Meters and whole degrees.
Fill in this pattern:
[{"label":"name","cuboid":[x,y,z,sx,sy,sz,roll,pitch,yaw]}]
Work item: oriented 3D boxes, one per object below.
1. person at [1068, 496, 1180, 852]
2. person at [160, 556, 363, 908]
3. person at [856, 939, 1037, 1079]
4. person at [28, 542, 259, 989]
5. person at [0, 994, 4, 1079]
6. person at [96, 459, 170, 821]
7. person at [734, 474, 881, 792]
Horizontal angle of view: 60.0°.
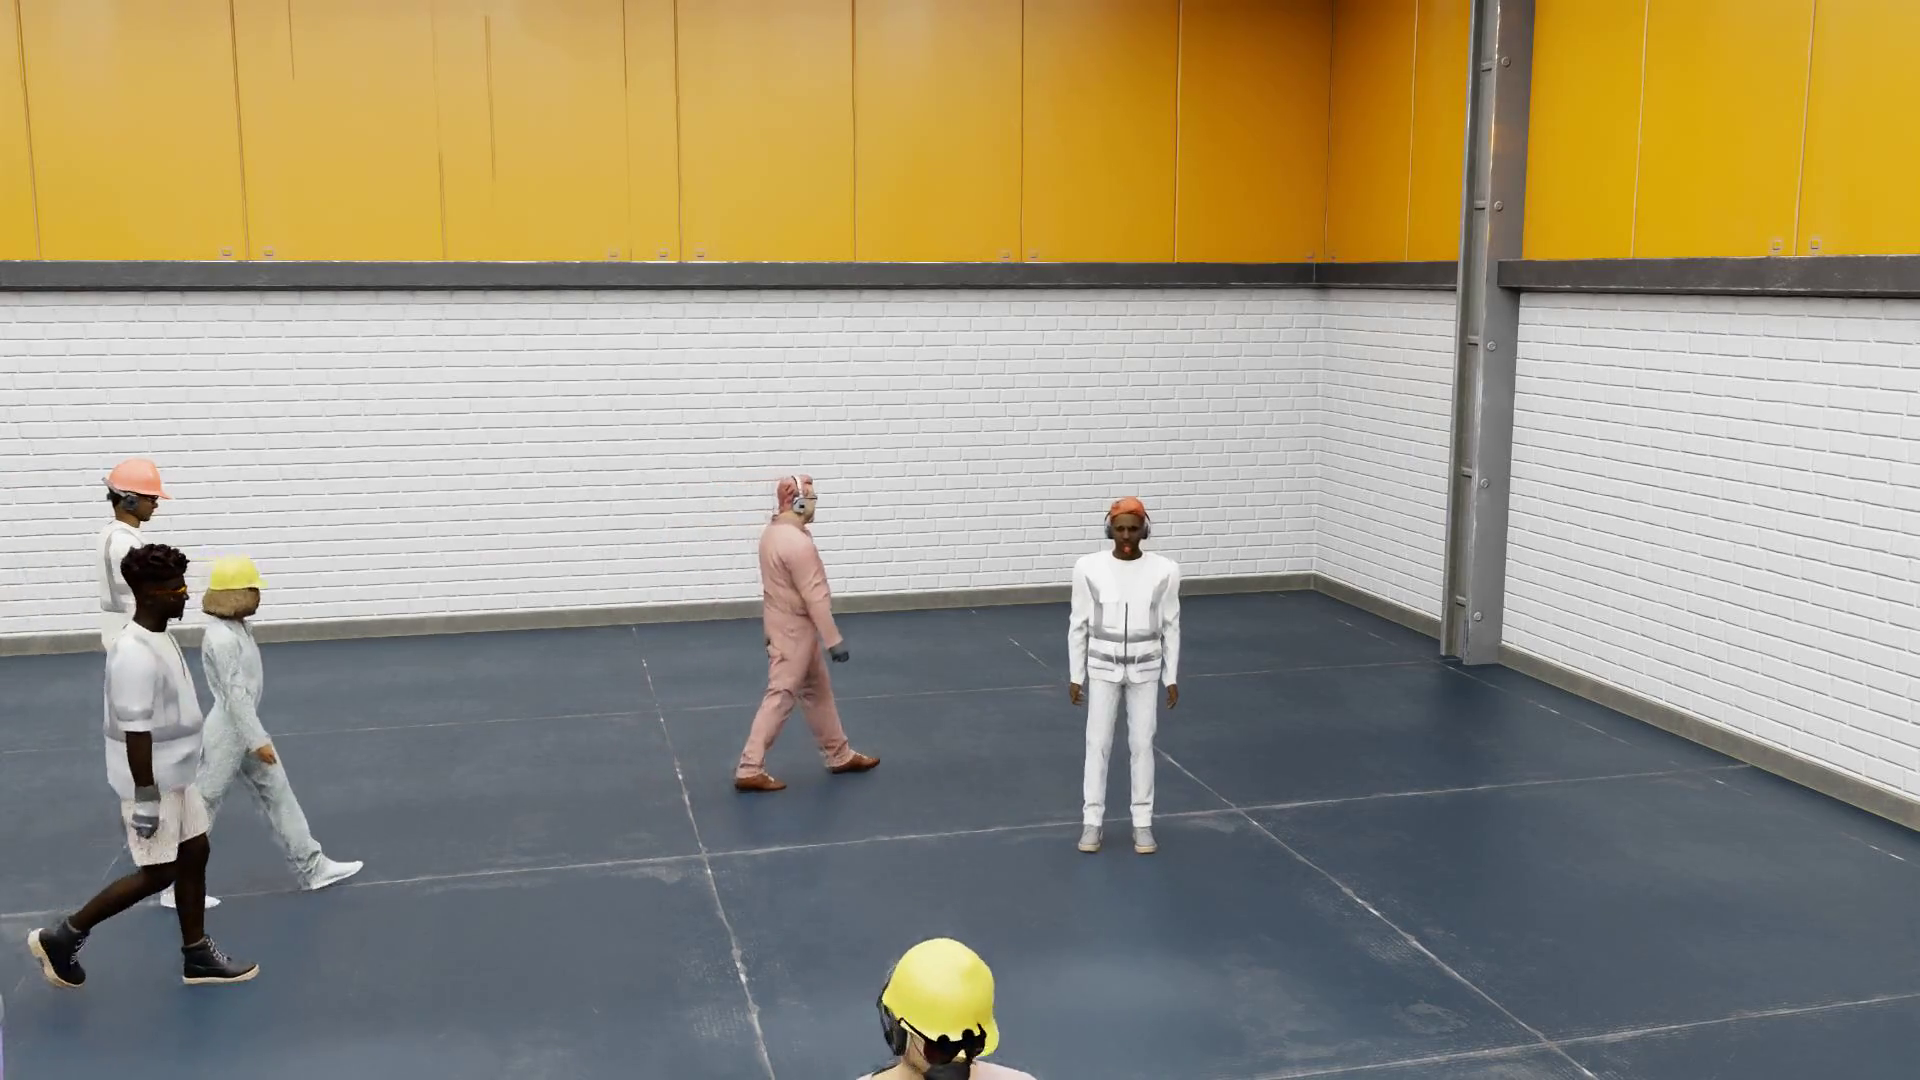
[{"label":"person","cuboid":[0.855,0.704,8.710,0.583,1.883,0.337,1,9,4]},{"label":"person","cuboid":[-3.422,0.922,7.955,0.912,1.694,0.492,-2,9,-10]},{"label":"person","cuboid":[-0.085,1.620,3.496,0.536,1.735,0.717,-2,9,-14]},{"label":"person","cuboid":[-3.430,0.968,6.912,0.774,1.943,0.600,-2,9,-15]},{"label":"person","cuboid":[-2.552,1.464,4.102,0.566,1.841,0.387,4,10,25]},{"label":"person","cuboid":[-4.462,0.572,9.075,0.384,2.035,0.605,-6,11,-35]},{"label":"person","cuboid":[-0.927,0.542,9.797,0.927,1.862,0.645,-2,9,-15]}]
